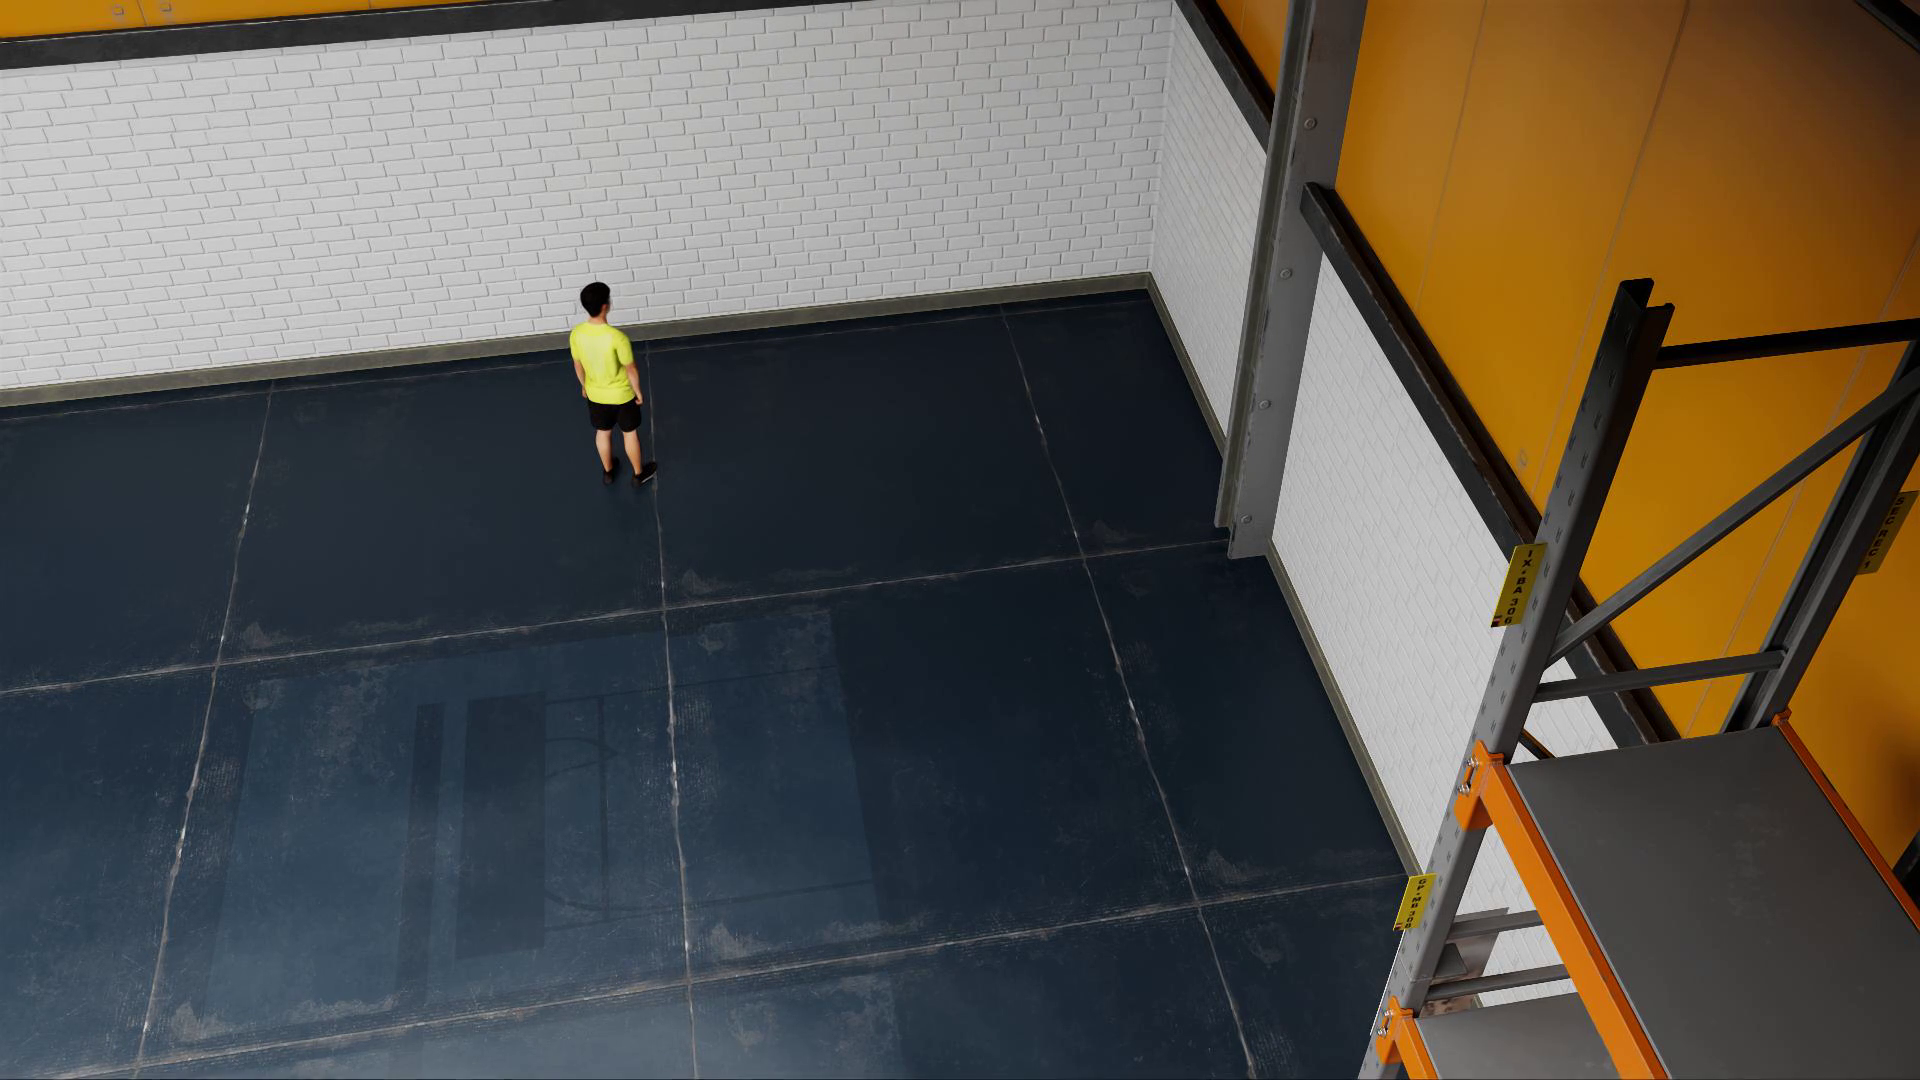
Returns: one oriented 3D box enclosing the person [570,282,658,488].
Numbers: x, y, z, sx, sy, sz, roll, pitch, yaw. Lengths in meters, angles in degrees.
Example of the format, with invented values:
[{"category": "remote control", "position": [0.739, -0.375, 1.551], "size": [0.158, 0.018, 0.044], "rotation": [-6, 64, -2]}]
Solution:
[{"category": "person", "position": [-2.534, -1.105, 12.035], "size": [0.693, 1.706, 0.654], "rotation": [9, 44, 9]}]
